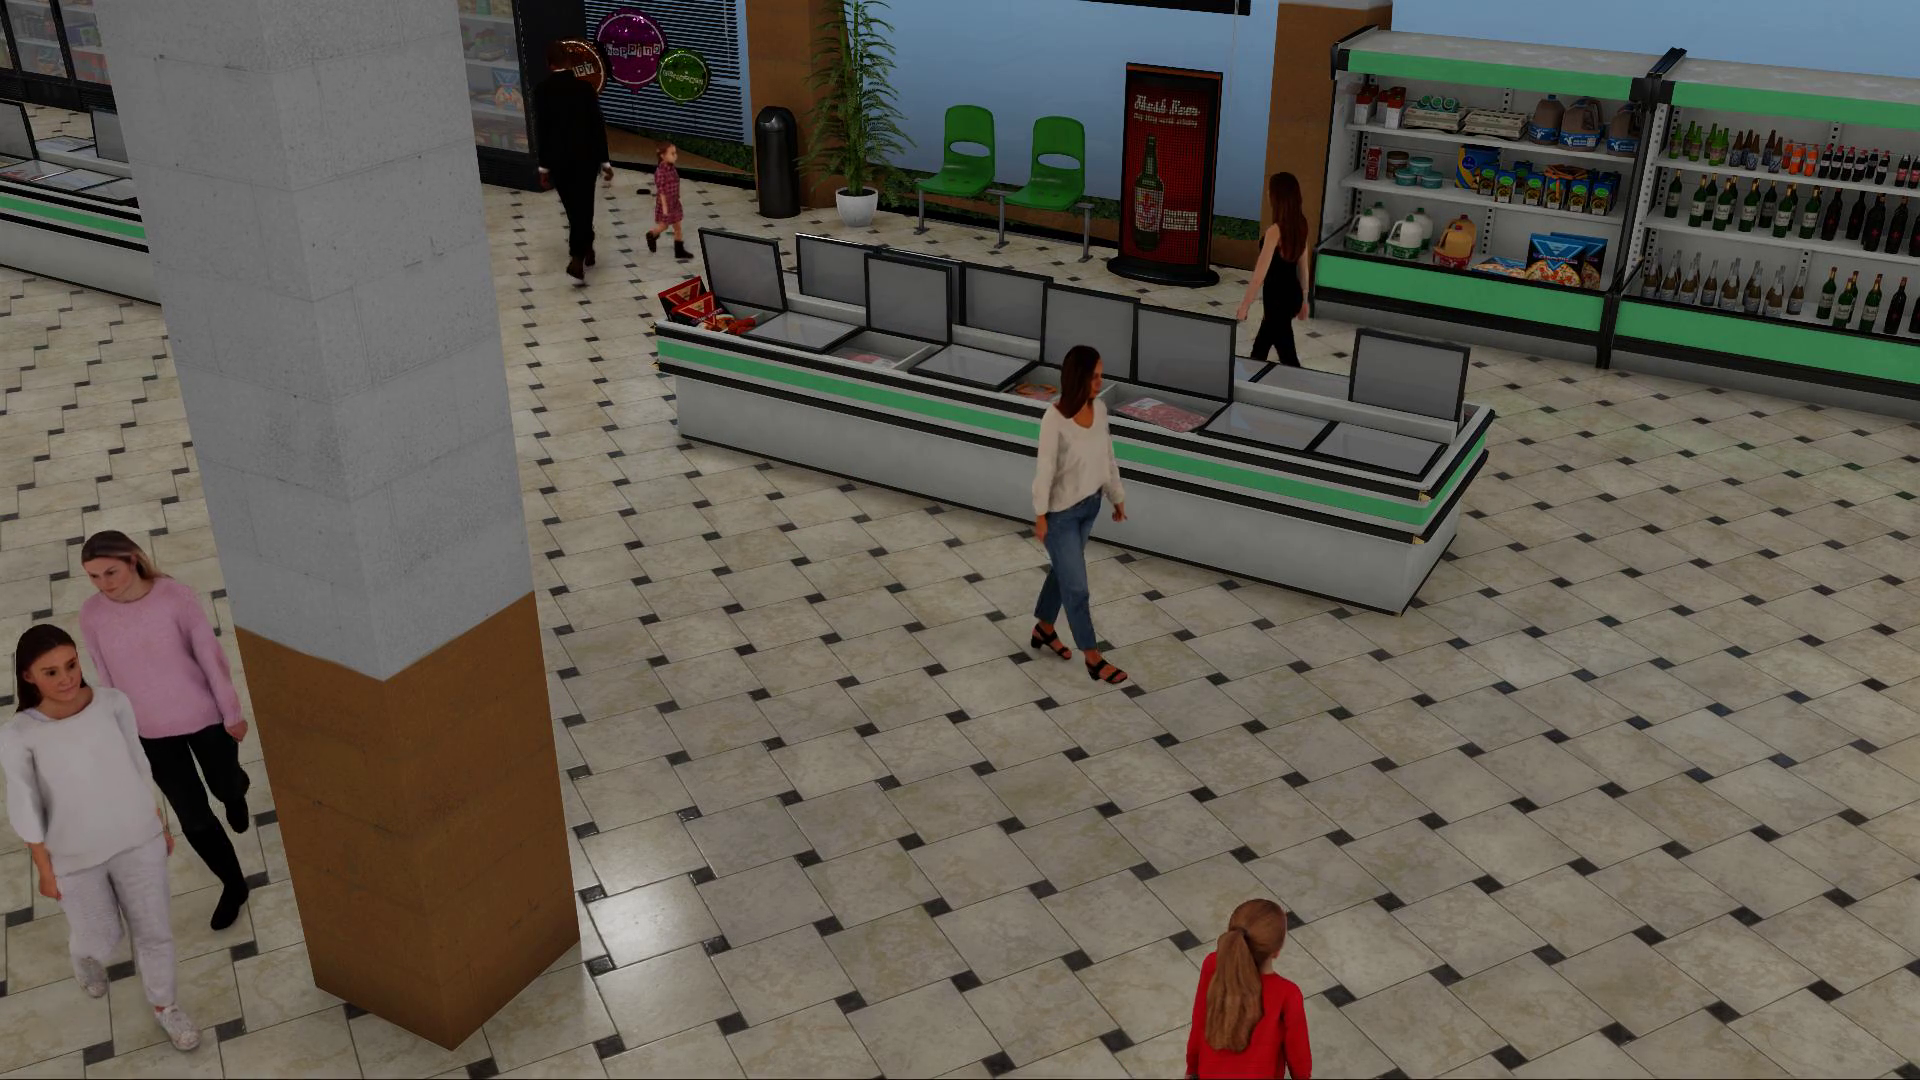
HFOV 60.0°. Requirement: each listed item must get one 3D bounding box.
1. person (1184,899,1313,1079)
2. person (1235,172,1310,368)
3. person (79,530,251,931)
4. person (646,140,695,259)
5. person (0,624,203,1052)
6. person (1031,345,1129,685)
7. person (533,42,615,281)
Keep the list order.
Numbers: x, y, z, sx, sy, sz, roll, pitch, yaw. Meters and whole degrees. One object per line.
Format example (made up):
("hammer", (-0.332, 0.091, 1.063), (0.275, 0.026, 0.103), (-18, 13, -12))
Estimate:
("person", (0.805, 1.645, 4.934), (0.891, 1.251, 0.668), (21, 34, 36))
("person", (2.112, -1.437, 10.531), (1.138, 1.686, 0.662), (20, 33, 34))
("person", (-3.005, 0.665, 6.419), (1.010, 1.656, 1.069), (-9, 28, -16))
("person", (-2.506, -2.888, 14.133), (0.666, 1.016, 0.448), (12, 29, 22))
("person", (-2.985, 1.012, 5.713), (0.894, 1.675, 0.700), (21, 33, 35))
("person", (0.476, -0.161, 8.035), (0.917, 1.667, 0.736), (22, 34, 36))
("person", (-3.130, -3.001, 13.426), (1.285, 1.857, 1.264), (-2, 27, -5))
